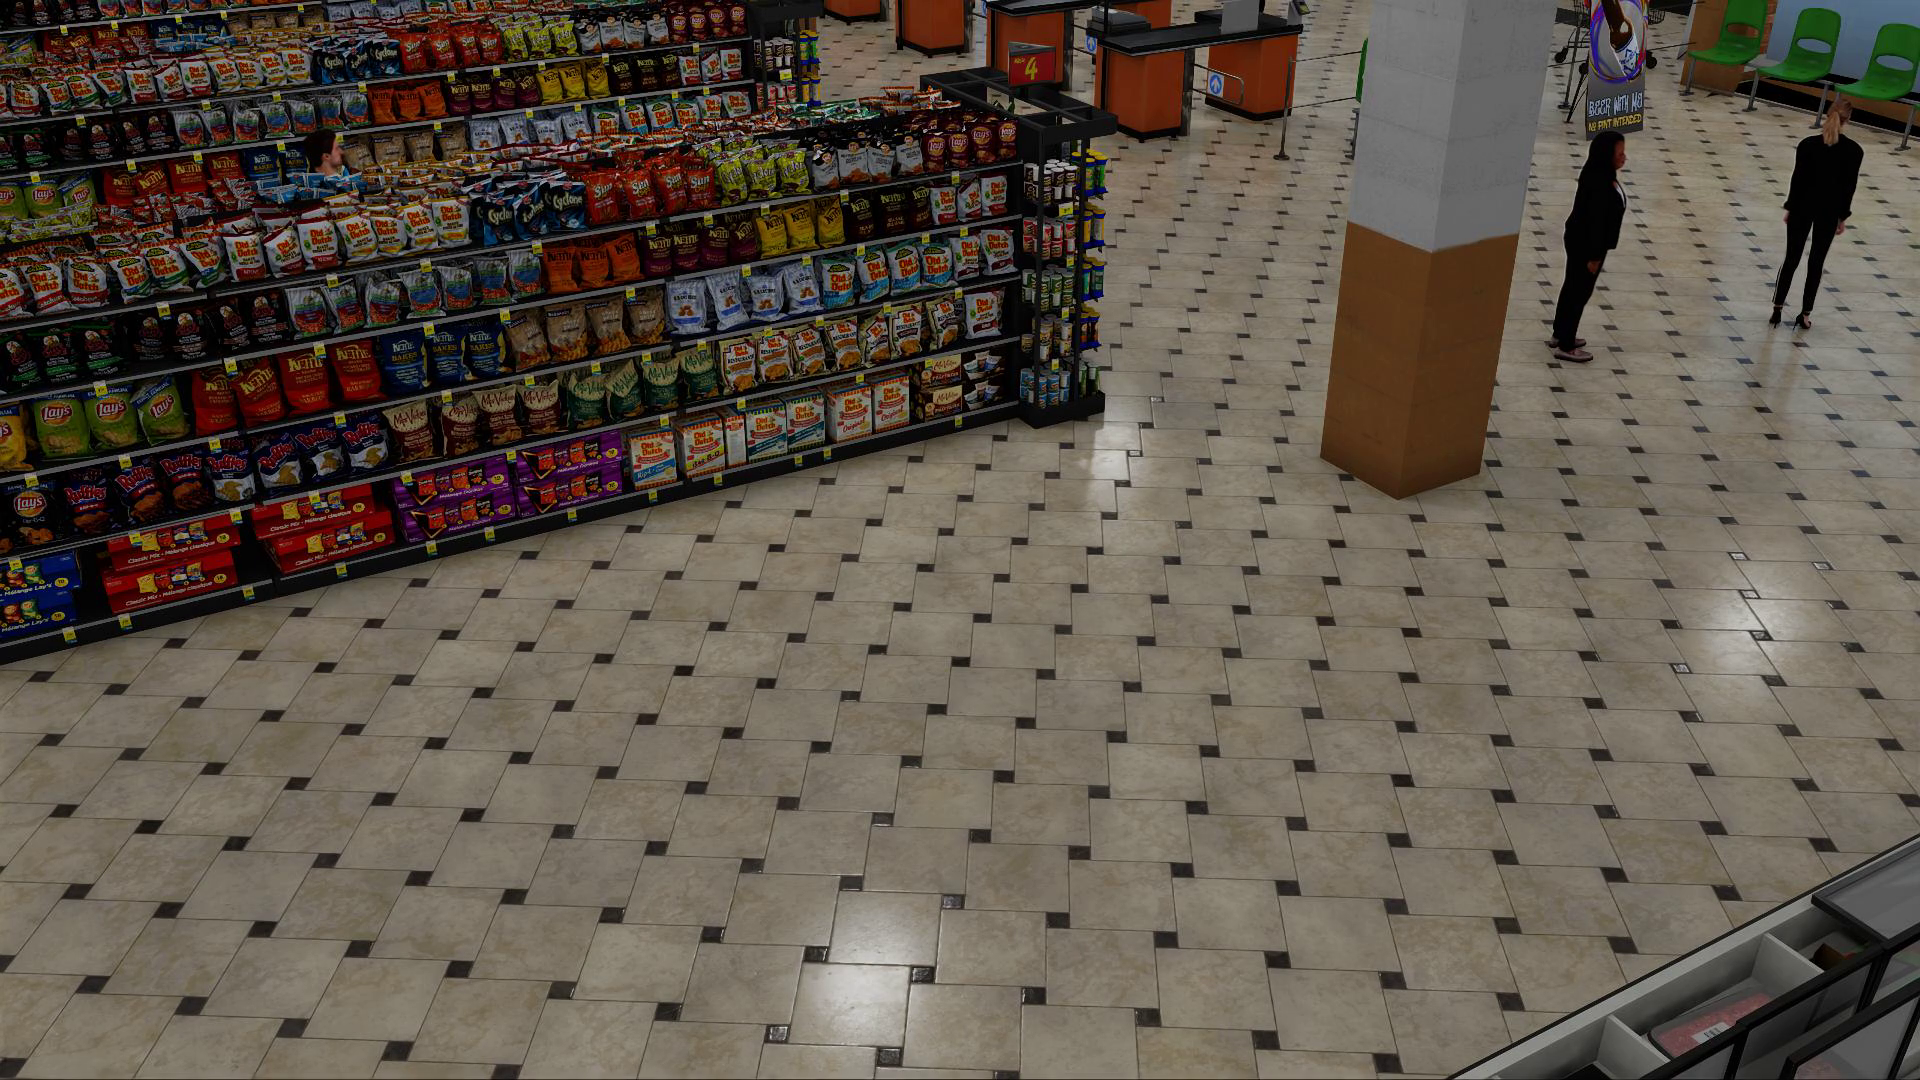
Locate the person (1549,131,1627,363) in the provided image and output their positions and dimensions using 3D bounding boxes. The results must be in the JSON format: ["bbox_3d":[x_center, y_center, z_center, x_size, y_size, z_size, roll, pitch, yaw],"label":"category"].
[{"bbox_3d":[4.414,-2.074,11.715,0.818,1.616,0.769,5,29,9],"label":"person"}]

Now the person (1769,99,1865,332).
[{"bbox_3d":[6.240,-2.362,12.147,0.687,1.707,0.685,18,34,30],"label":"person"}]
